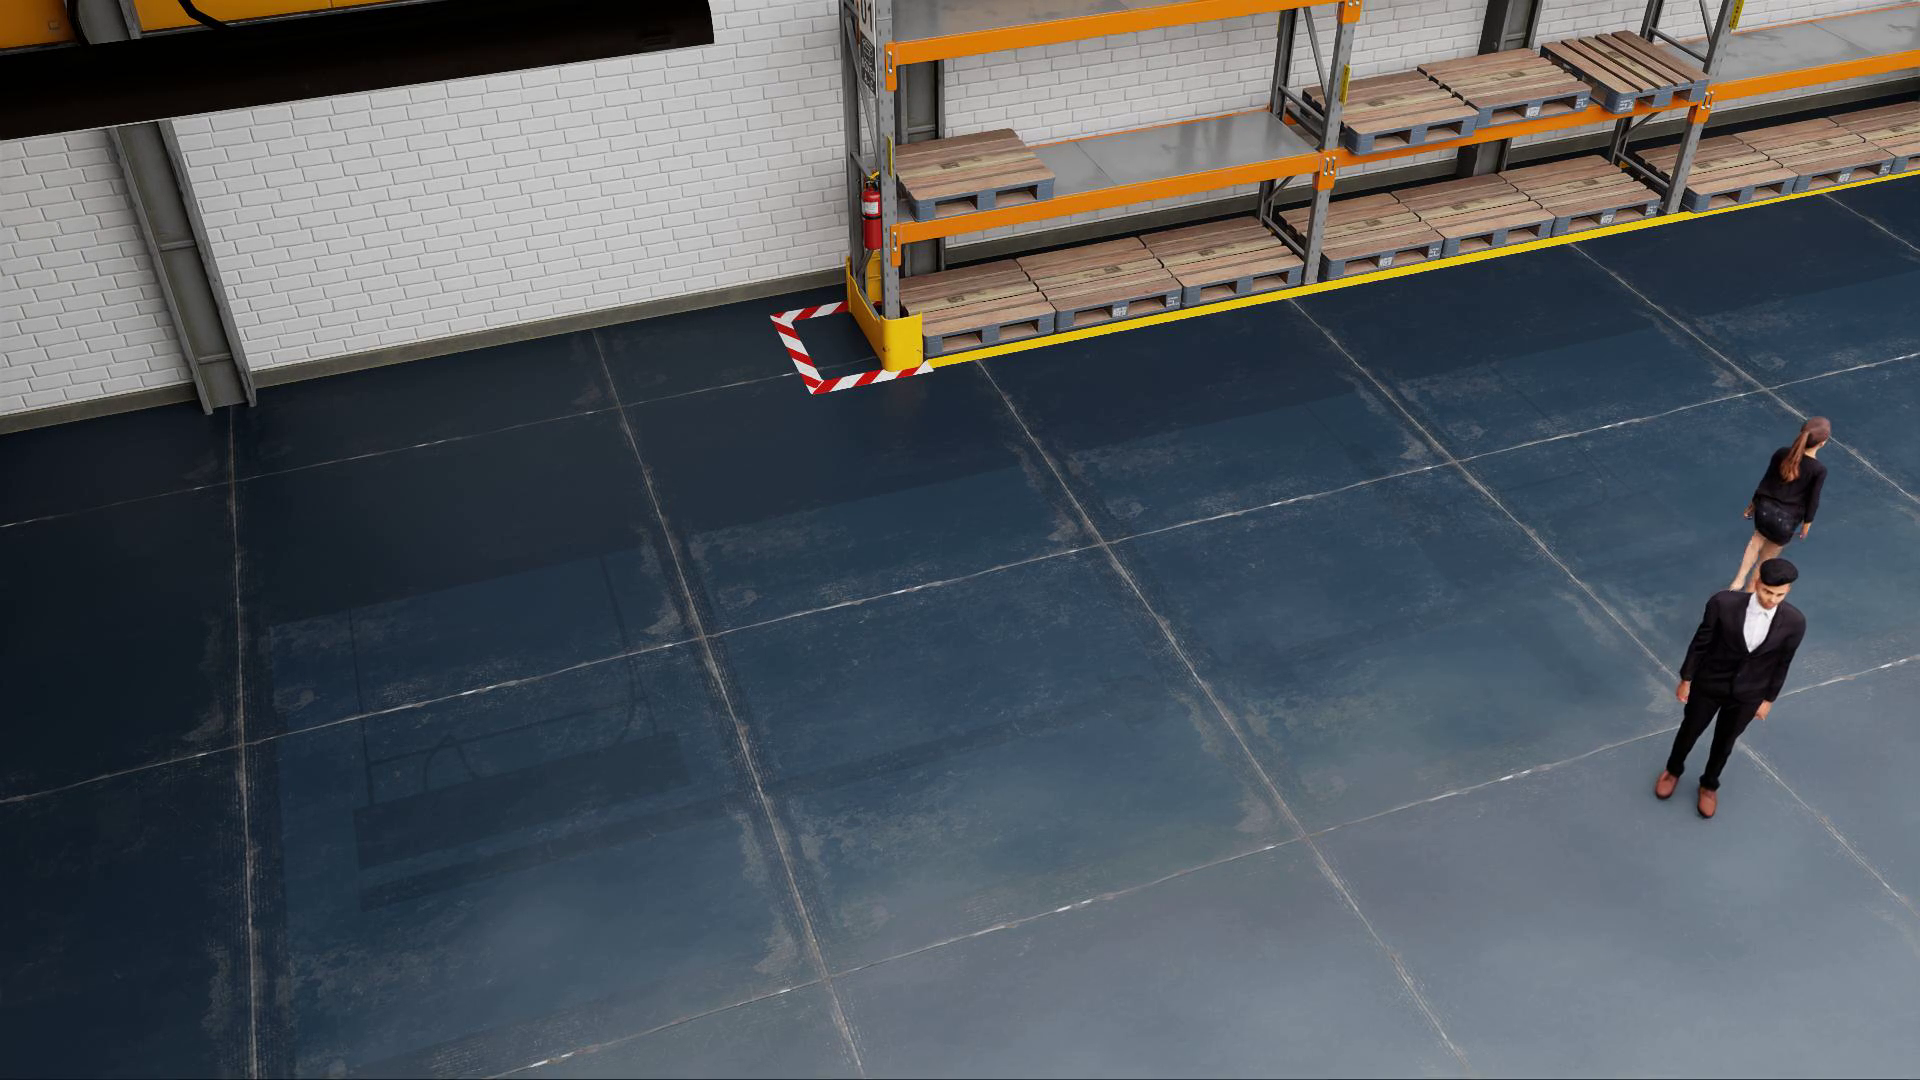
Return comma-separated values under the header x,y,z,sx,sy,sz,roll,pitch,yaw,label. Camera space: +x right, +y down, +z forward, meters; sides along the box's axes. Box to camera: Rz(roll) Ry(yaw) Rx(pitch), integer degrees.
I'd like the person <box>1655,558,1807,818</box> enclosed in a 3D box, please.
x,y,z,sx,sy,sz,roll,pitch,yaw,label
4.497,0.820,9.711,0.765,1.878,0.830,16,41,19,person

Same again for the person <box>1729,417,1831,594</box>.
x,y,z,sx,sy,sz,roll,pitch,yaw,label
5.470,-0.148,11.190,0.677,1.545,0.651,-28,46,-30,person
